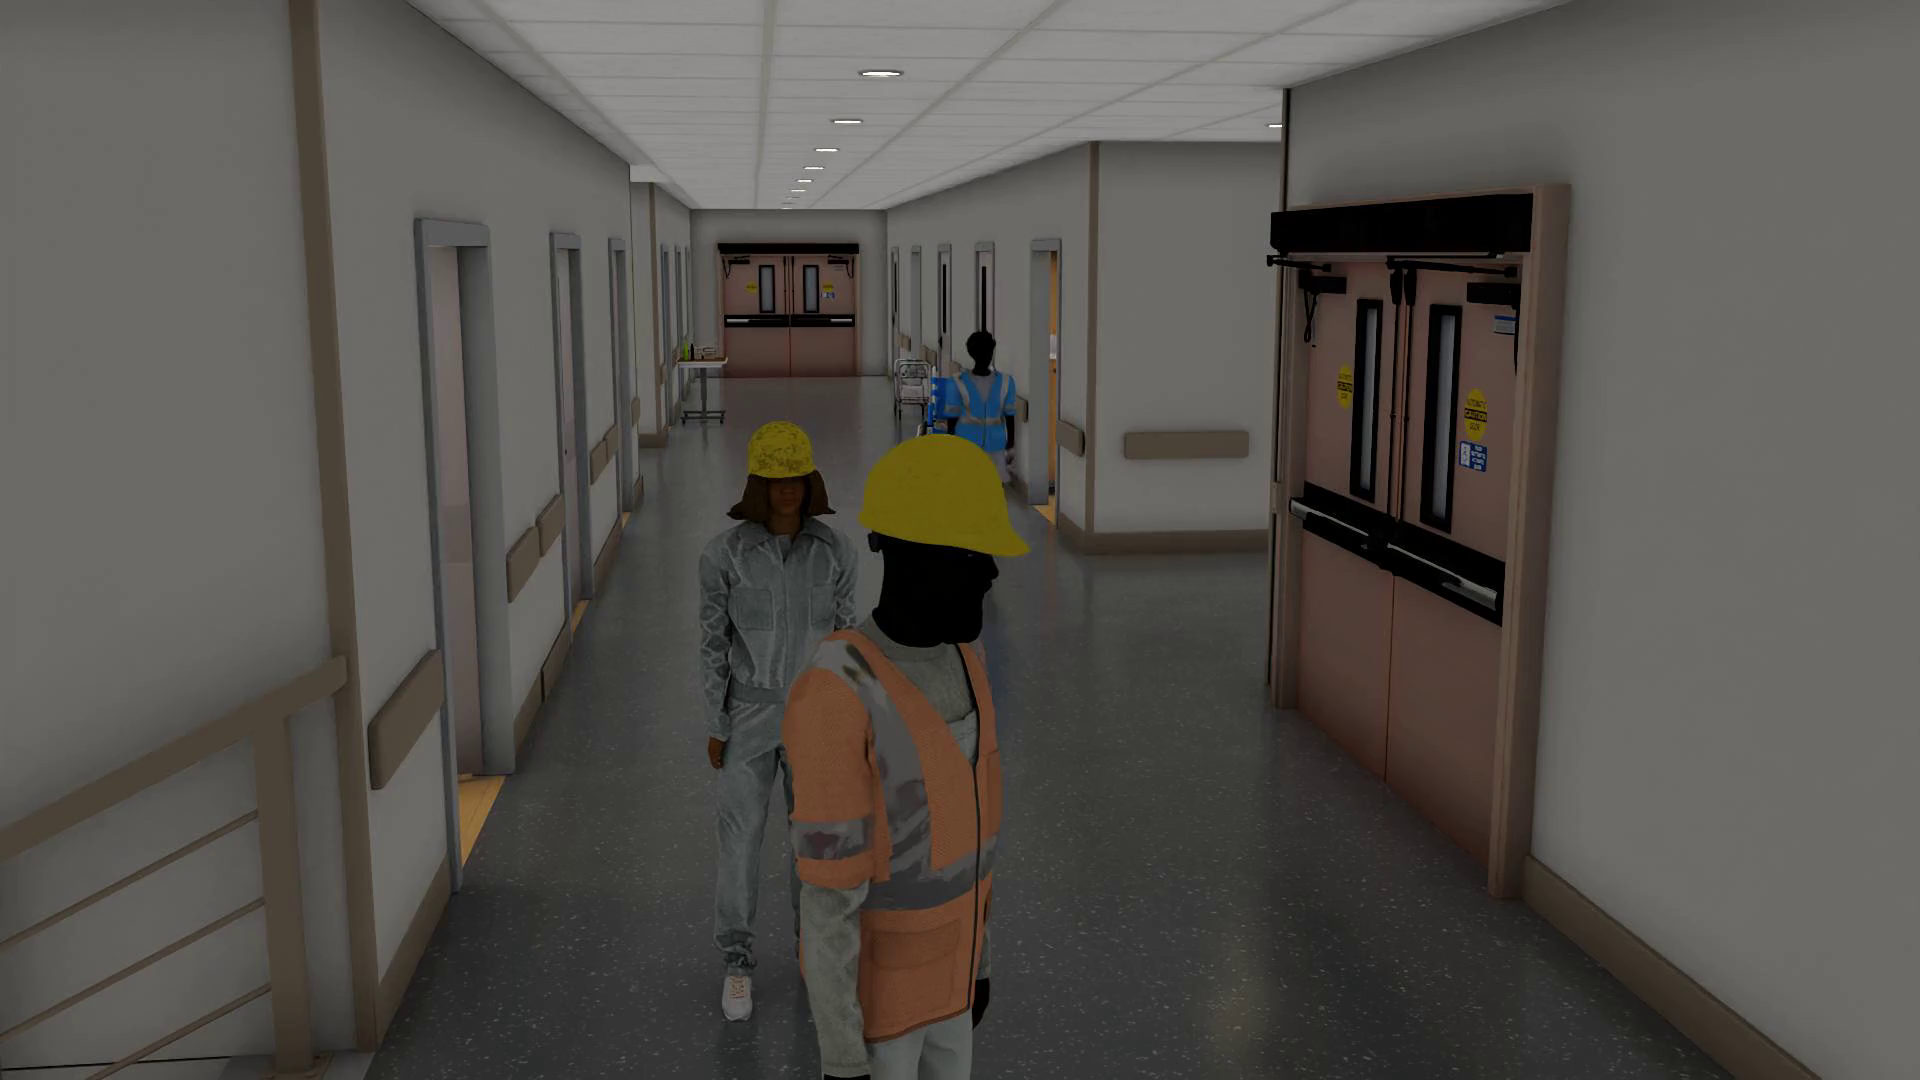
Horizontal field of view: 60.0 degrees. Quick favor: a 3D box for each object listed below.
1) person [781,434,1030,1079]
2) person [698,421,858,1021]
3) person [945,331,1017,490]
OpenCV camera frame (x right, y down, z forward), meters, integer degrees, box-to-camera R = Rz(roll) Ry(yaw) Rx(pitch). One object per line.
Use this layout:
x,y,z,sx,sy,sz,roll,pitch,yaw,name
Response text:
-0.076,0.767,2.933,0.392,1.918,0.585,5,11,26,person
-0.513,0.522,4.860,0.484,1.745,0.298,-4,10,-21,person
0.135,-0.687,12.112,0.538,1.683,0.585,-2,10,-13,person
